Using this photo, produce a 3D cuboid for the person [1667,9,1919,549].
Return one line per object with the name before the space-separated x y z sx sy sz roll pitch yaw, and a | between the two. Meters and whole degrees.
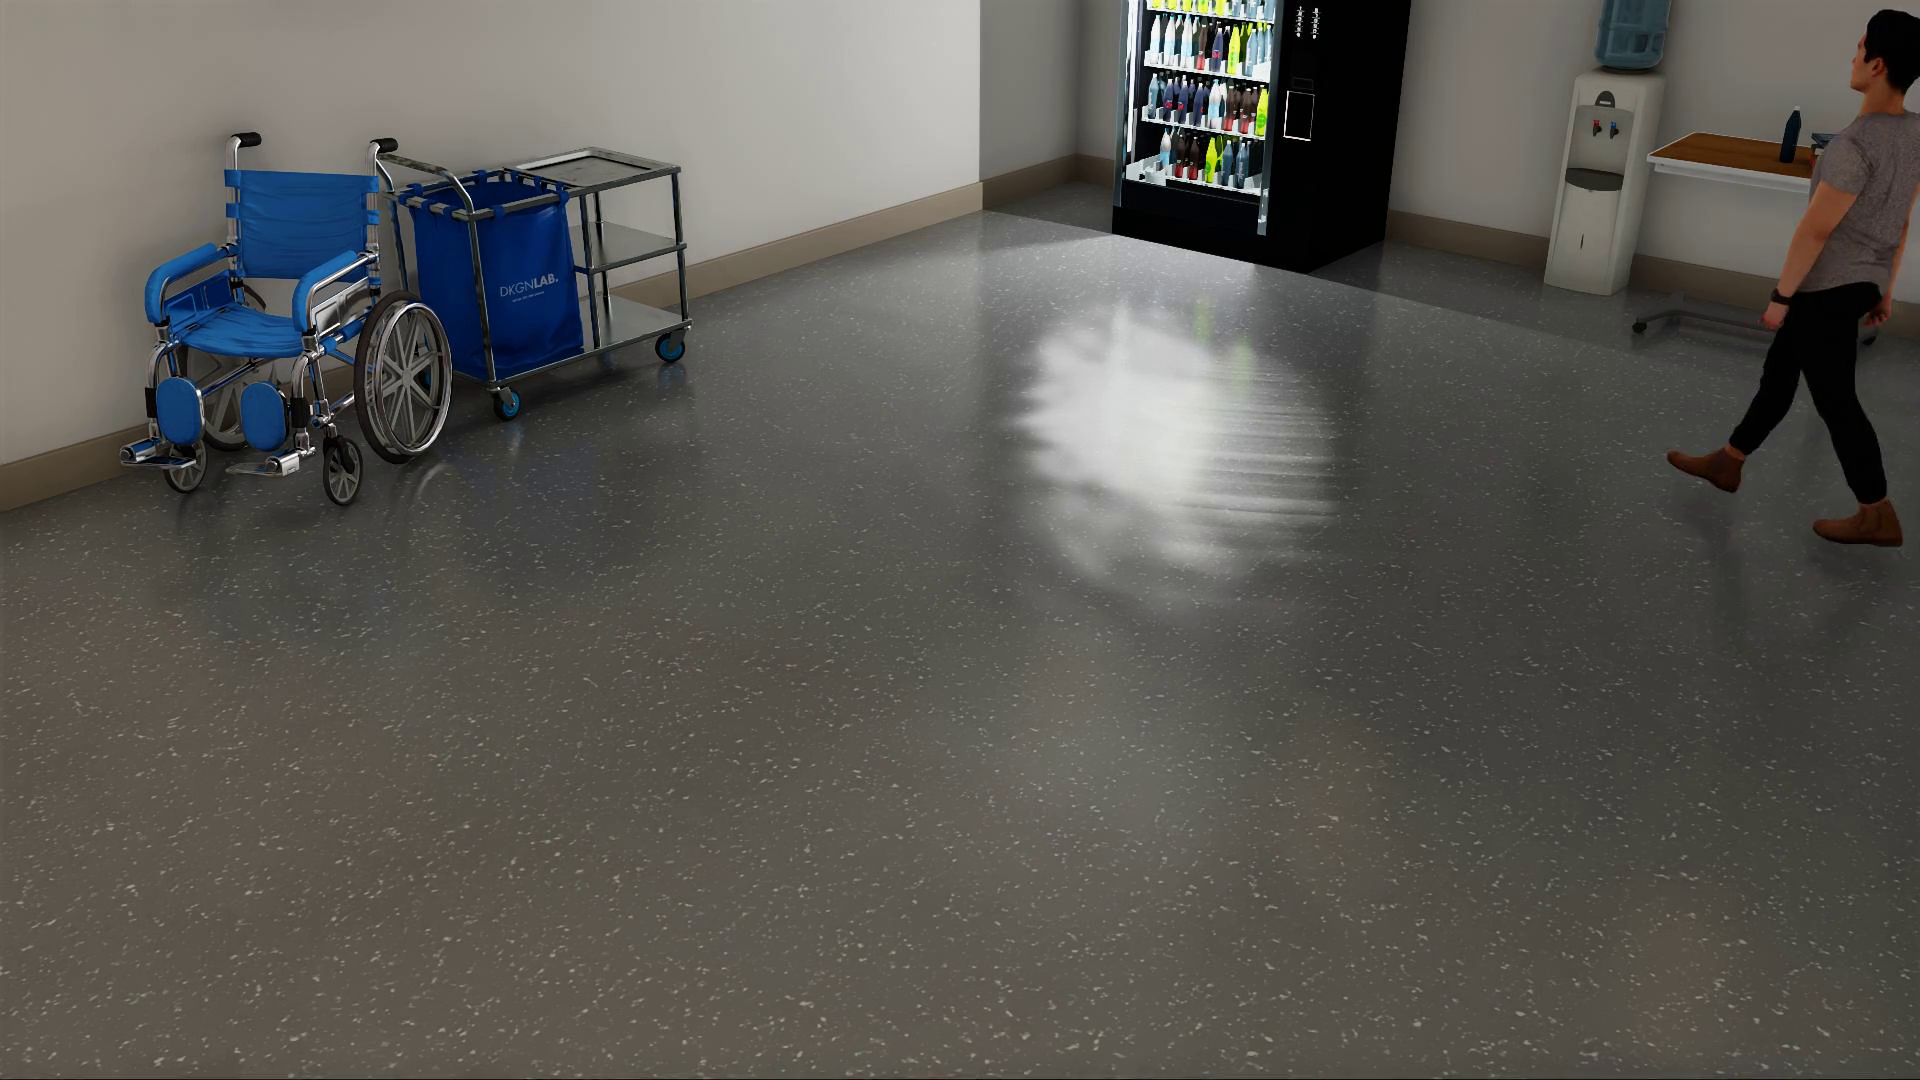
person | 2.881 -0.775 5.331 0.800 1.679 1.177 -17 31 -31
